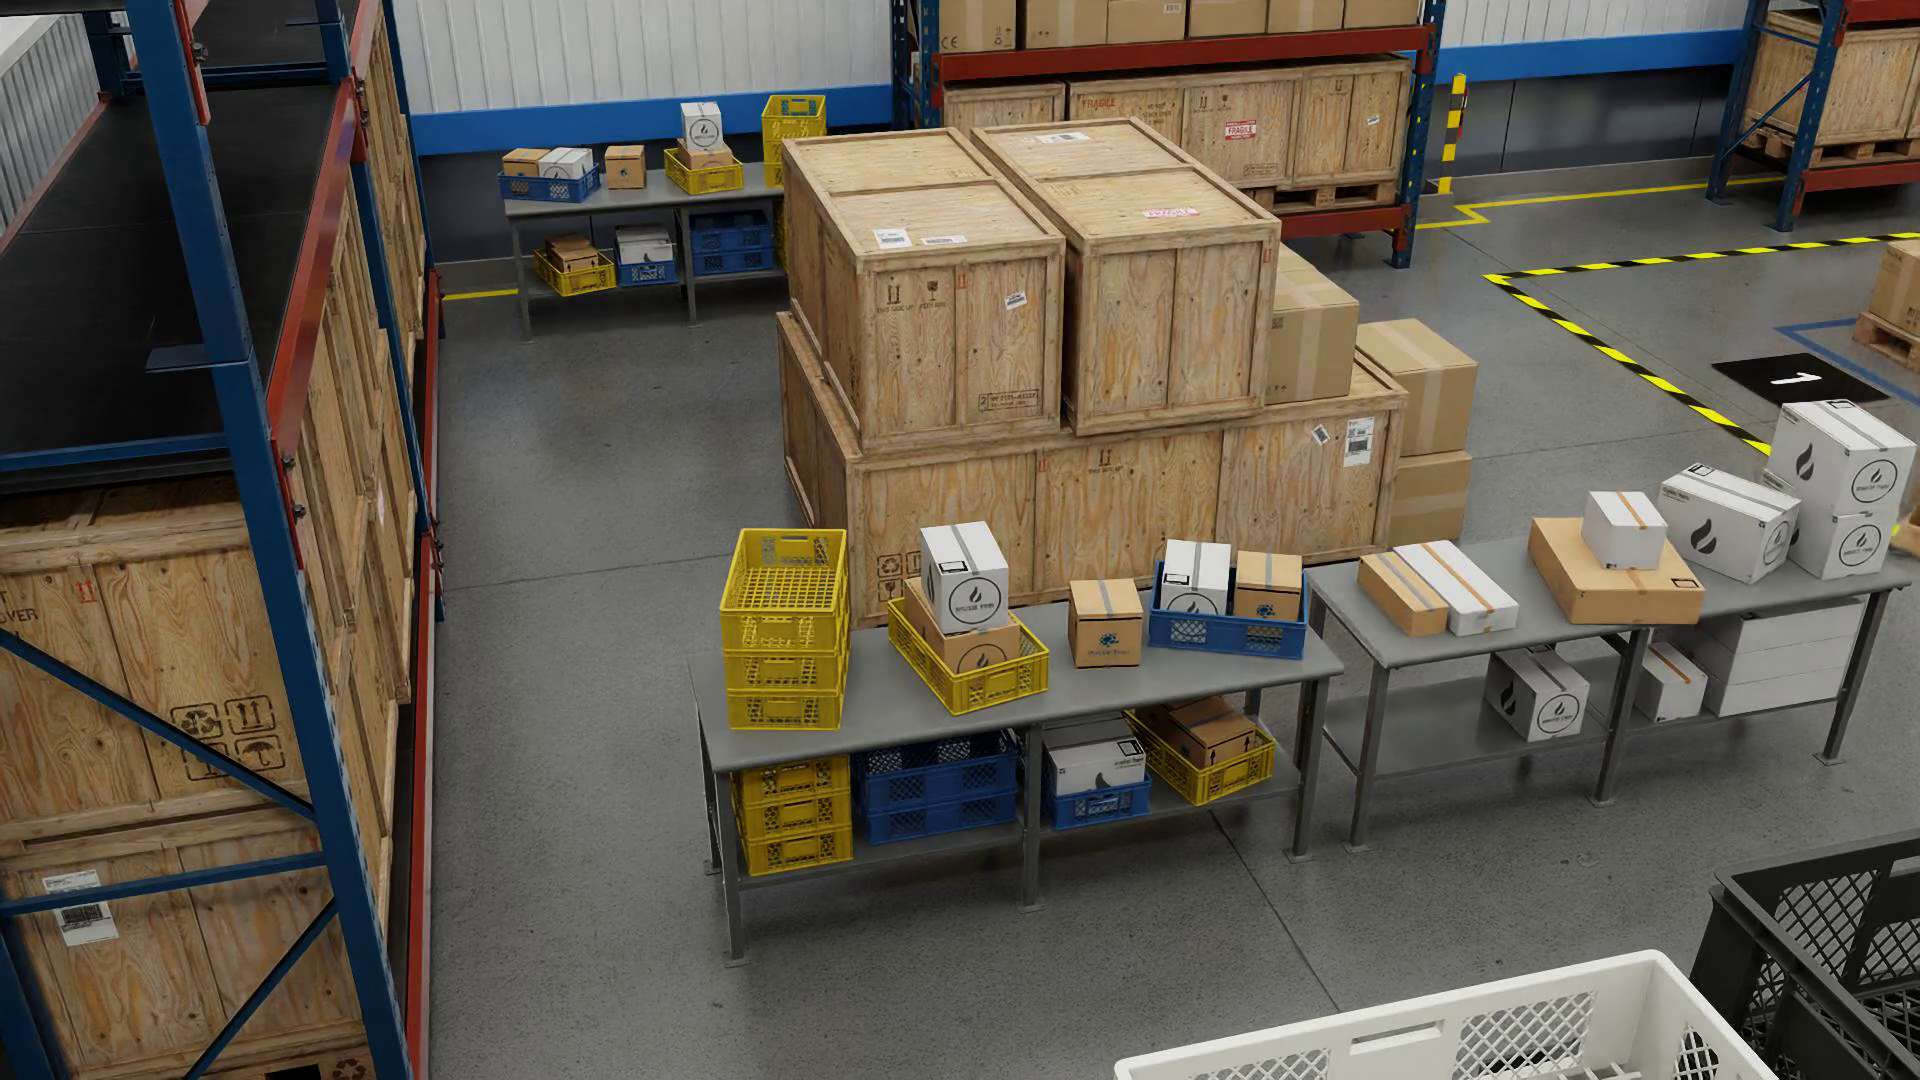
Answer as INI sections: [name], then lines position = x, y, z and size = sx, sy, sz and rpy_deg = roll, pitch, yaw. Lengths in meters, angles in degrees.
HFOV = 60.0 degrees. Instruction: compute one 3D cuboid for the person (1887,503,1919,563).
[person]
position = 5.593, -0.689, 8.591
size = 1.059, 1.985, 0.629
rpy_deg = 19, 34, 30
